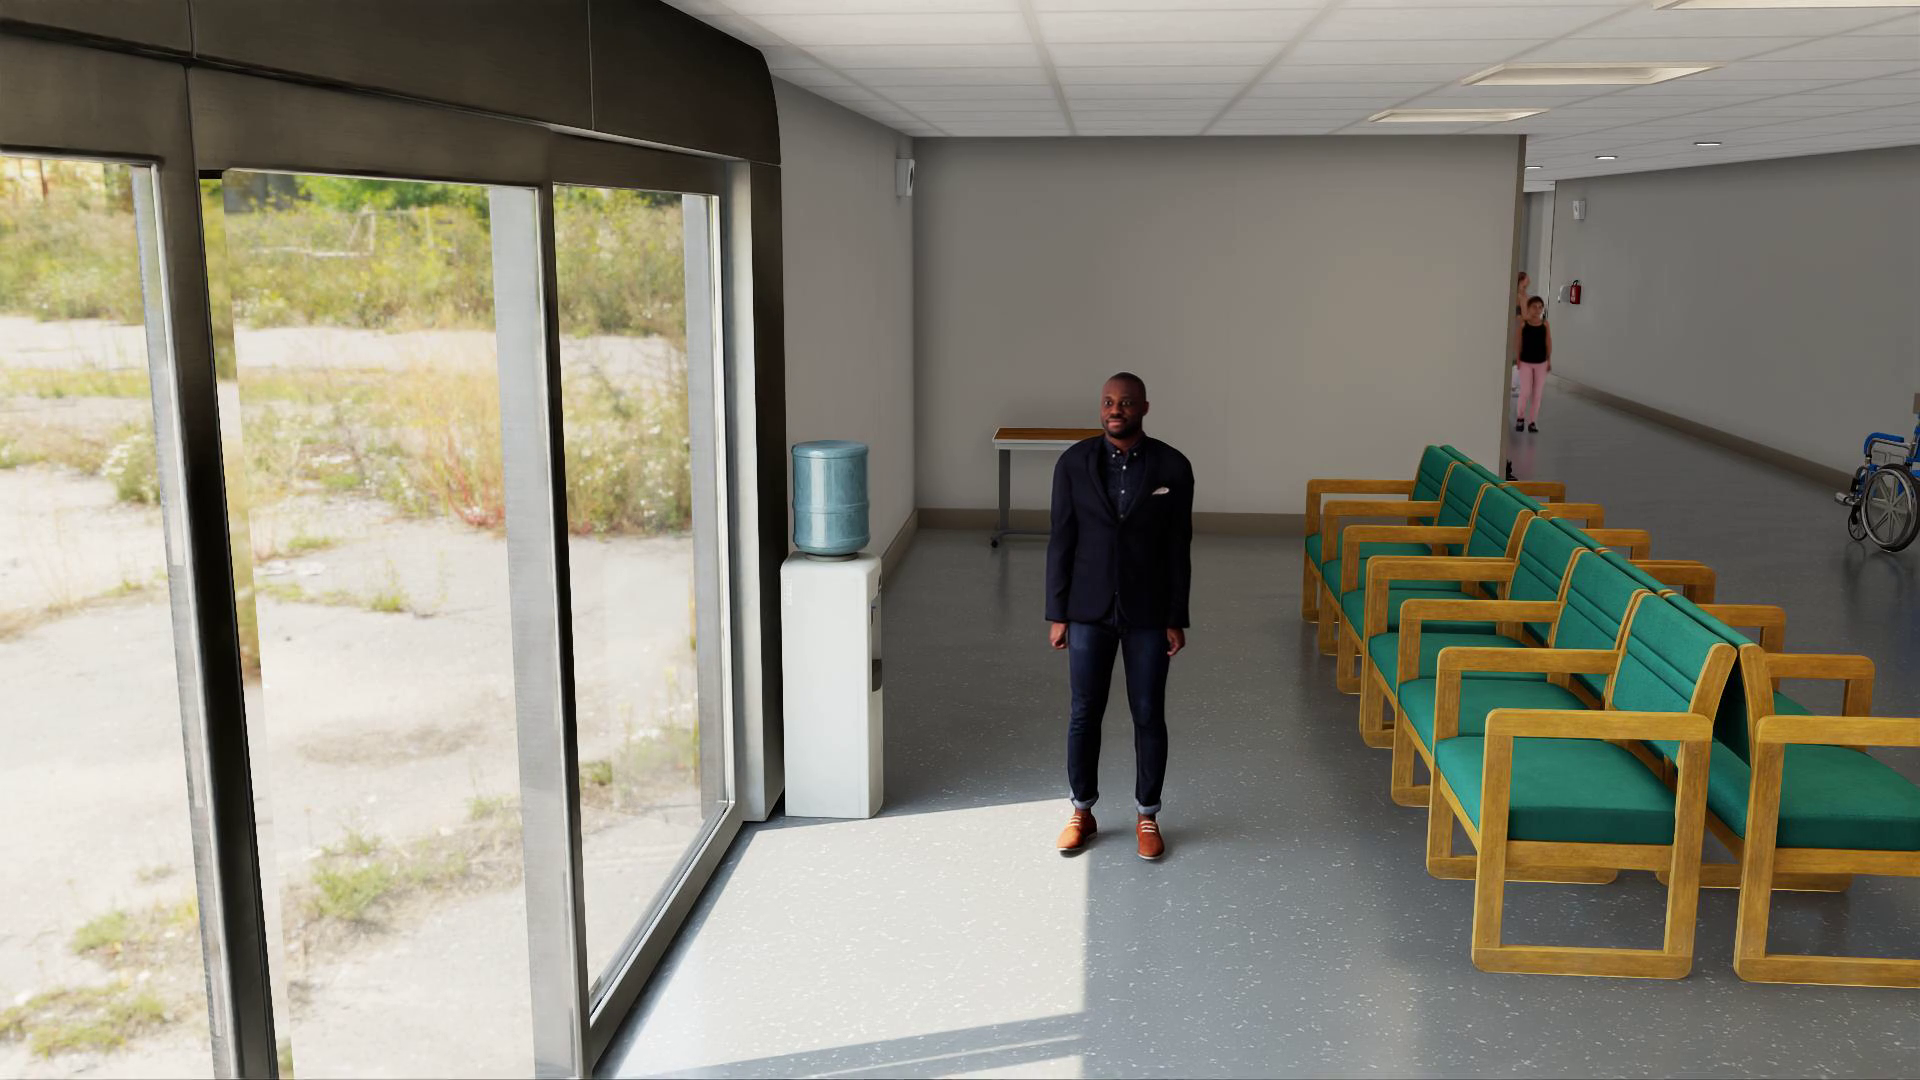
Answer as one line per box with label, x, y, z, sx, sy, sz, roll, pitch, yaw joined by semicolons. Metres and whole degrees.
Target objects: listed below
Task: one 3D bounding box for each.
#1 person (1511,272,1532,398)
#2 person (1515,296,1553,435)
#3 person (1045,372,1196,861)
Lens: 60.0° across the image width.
person;7.708;-2.849;23.003;0.526;1.704;0.588;0;11;-2
person;6.459;-1.973;18.791;0.487;1.553;0.578;1;11;6
person;0.604;0.279;6.216;0.560;1.818;0.779;2;11;12
